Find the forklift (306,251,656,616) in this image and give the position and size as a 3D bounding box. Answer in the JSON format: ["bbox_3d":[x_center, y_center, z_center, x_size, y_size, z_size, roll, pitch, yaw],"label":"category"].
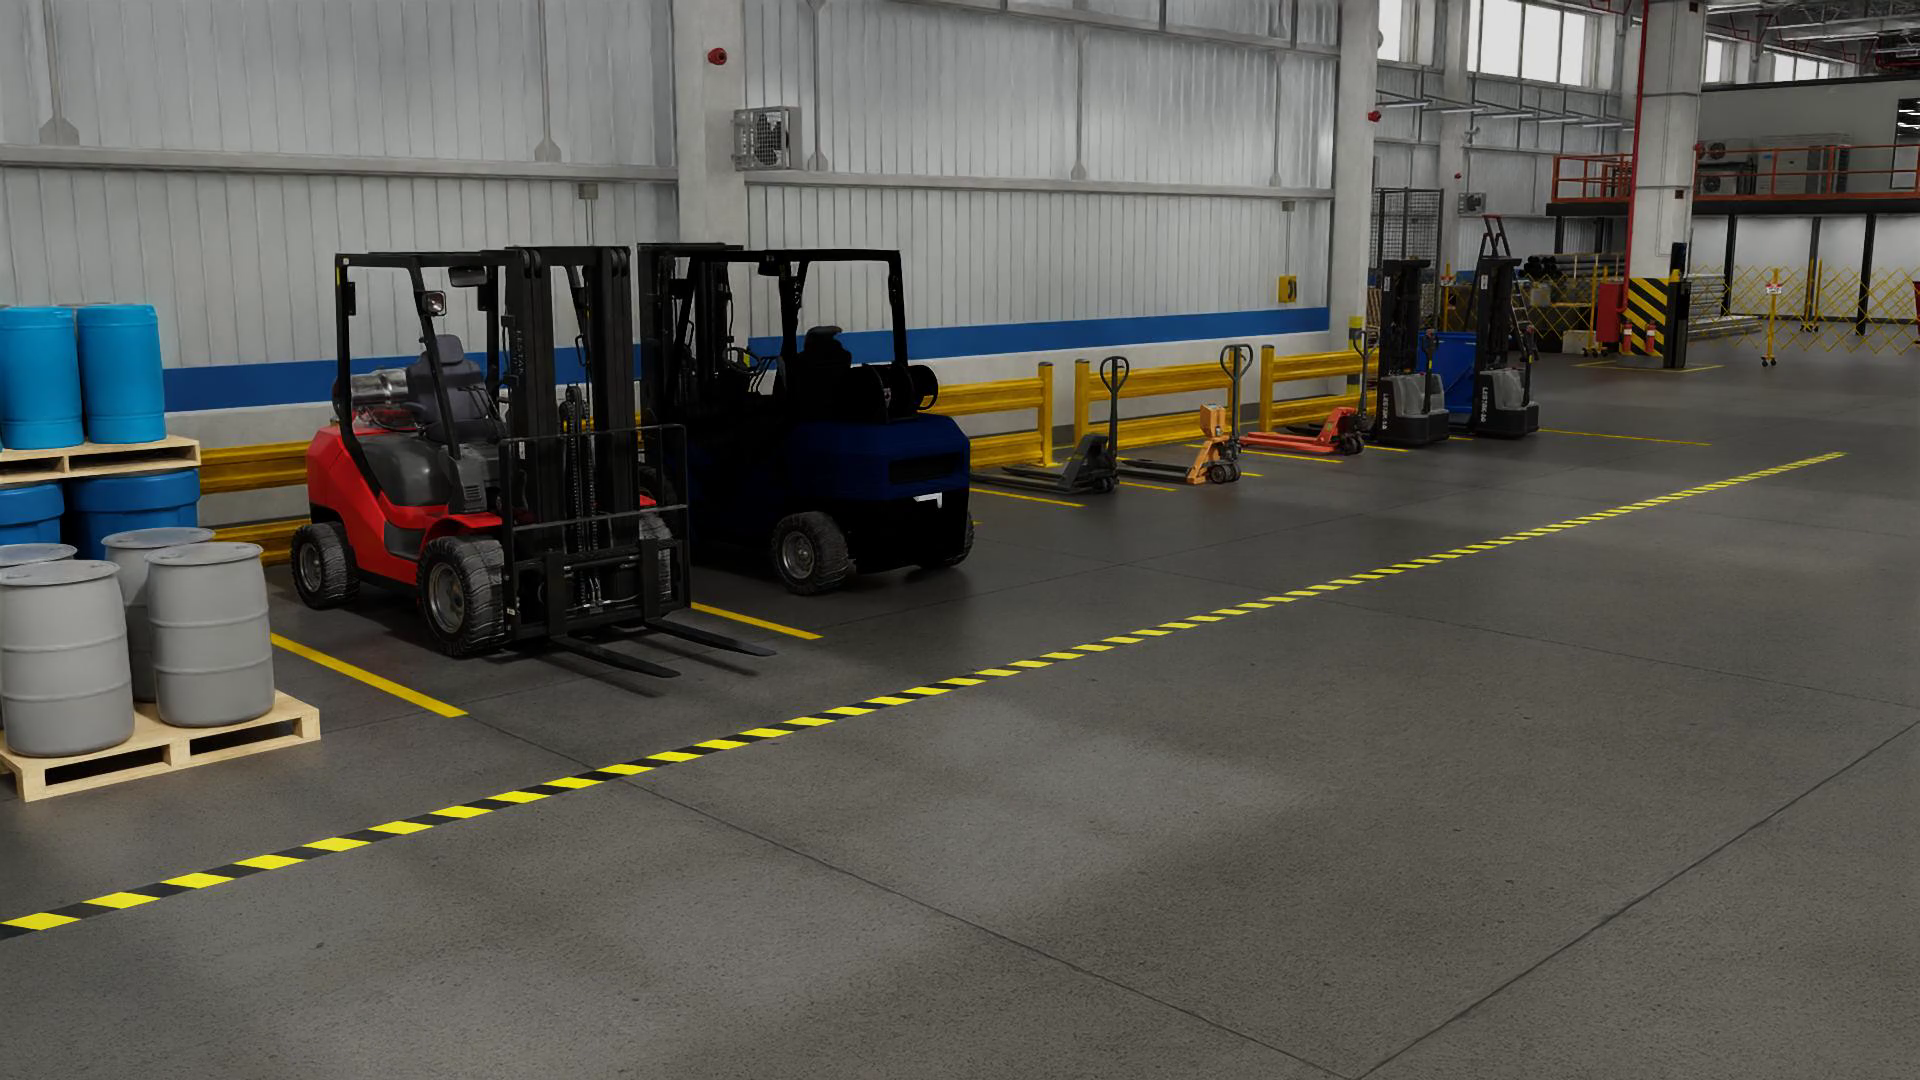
[{"bbox_3d":[-2.833,-0.669,9.694,1.157,1.987,2.680,-10,14,-44],"label":"forklift"}]

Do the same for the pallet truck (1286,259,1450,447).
[{"bbox_3d":[4.493,-2.078,18.196,0.823,1.965,1.885,-9,14,-40],"label":"pallet truck"}]

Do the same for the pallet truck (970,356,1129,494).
[{"bbox_3d":[0.784,-1.085,14.876,0.680,1.201,1.601,-10,14,-44],"label":"pallet truck"}]

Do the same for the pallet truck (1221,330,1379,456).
[{"bbox_3d":[3.563,-1.581,17.381,0.653,1.274,1.630,-10,14,-44],"label":"pallet truck"}]

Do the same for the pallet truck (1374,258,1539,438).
[{"bbox_3d":[5.704,-2.208,18.901,1.885,1.965,0.823,10,14,43],"label":"pallet truck"}]

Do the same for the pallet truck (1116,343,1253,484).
[{"bbox_3d":[1.962,-1.215,15.415,1.522,1.261,0.704,10,14,43],"label":"pallet truck"}]

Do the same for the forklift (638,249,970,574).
[{"bbox_3d":[-1.173,-0.958,11.239,2.680,1.987,1.157,10,14,43],"label":"forklift"}]
